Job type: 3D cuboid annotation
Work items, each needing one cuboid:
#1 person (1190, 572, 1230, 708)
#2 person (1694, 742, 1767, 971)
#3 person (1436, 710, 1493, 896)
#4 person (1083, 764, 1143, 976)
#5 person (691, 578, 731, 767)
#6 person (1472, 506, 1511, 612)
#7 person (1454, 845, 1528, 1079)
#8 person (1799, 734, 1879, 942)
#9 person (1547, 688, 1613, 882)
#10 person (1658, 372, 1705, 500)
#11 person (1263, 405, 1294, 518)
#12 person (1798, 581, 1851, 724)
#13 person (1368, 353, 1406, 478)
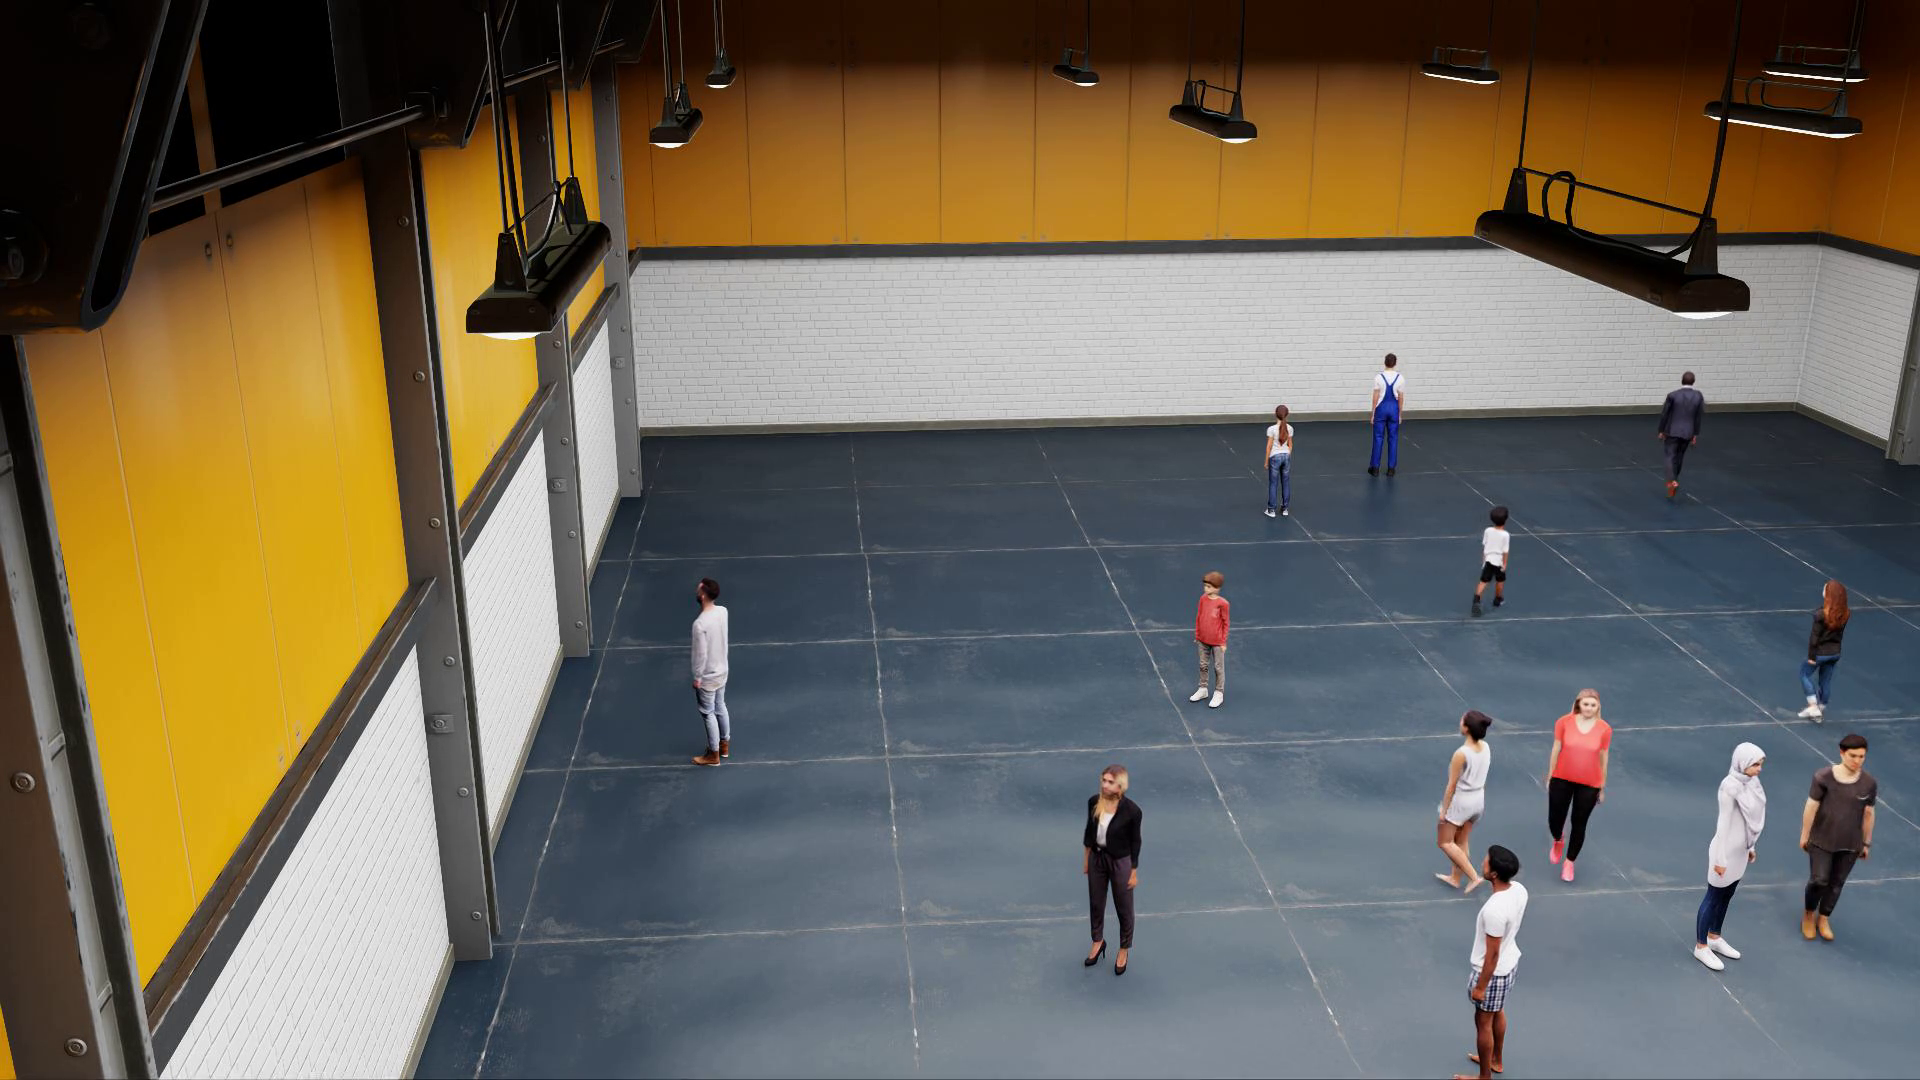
[{"bbox_3d":[2.572,0.992,16.943,0.573,1.416,0.636,15,24,38],"label":"person"},{"bbox_3d":[5.746,2.326,12.417,0.690,1.777,0.696,-13,22,-33],"label":"person"},{"bbox_3d":[4.077,2.129,13.281,0.768,1.600,0.855,-13,23,-34],"label":"person"},{"bbox_3d":[1.125,2.423,12.296,0.684,1.671,0.713,11,21,29],"label":"person"},{"bbox_3d":[-2.335,1.221,15.599,0.824,1.840,0.684,7,20,21],"label":"person"},{"bbox_3d":[6.229,0.238,19.456,0.849,1.242,0.879,16,25,40],"label":"person"},{"bbox_3d":[3.538,2.824,11.014,0.770,1.730,0.699,14,23,35],"label":"person"},{"bbox_3d":[6.709,2.238,12.789,0.691,1.707,0.650,3,19,9],"label":"person"},{"bbox_3d":[5.046,1.965,13.636,0.741,1.684,0.805,7,20,19],"label":"person"},{"bbox_3d":[10.251,-1.483,23.700,0.865,1.795,1.165,3,19,9],"label":"person"},{"bbox_3d":[4.406,-1.112,22.965,0.557,1.562,0.534,-4,19,-11],"label":"person"},{"bbox_3d":[8.604,1.128,16.450,0.577,1.474,0.560,-4,19,-11],"label":"person"},{"bbox_3d":[6.355,-1.875,24.777,0.663,1.851,0.618,2,19,5],"label":"person"}]
